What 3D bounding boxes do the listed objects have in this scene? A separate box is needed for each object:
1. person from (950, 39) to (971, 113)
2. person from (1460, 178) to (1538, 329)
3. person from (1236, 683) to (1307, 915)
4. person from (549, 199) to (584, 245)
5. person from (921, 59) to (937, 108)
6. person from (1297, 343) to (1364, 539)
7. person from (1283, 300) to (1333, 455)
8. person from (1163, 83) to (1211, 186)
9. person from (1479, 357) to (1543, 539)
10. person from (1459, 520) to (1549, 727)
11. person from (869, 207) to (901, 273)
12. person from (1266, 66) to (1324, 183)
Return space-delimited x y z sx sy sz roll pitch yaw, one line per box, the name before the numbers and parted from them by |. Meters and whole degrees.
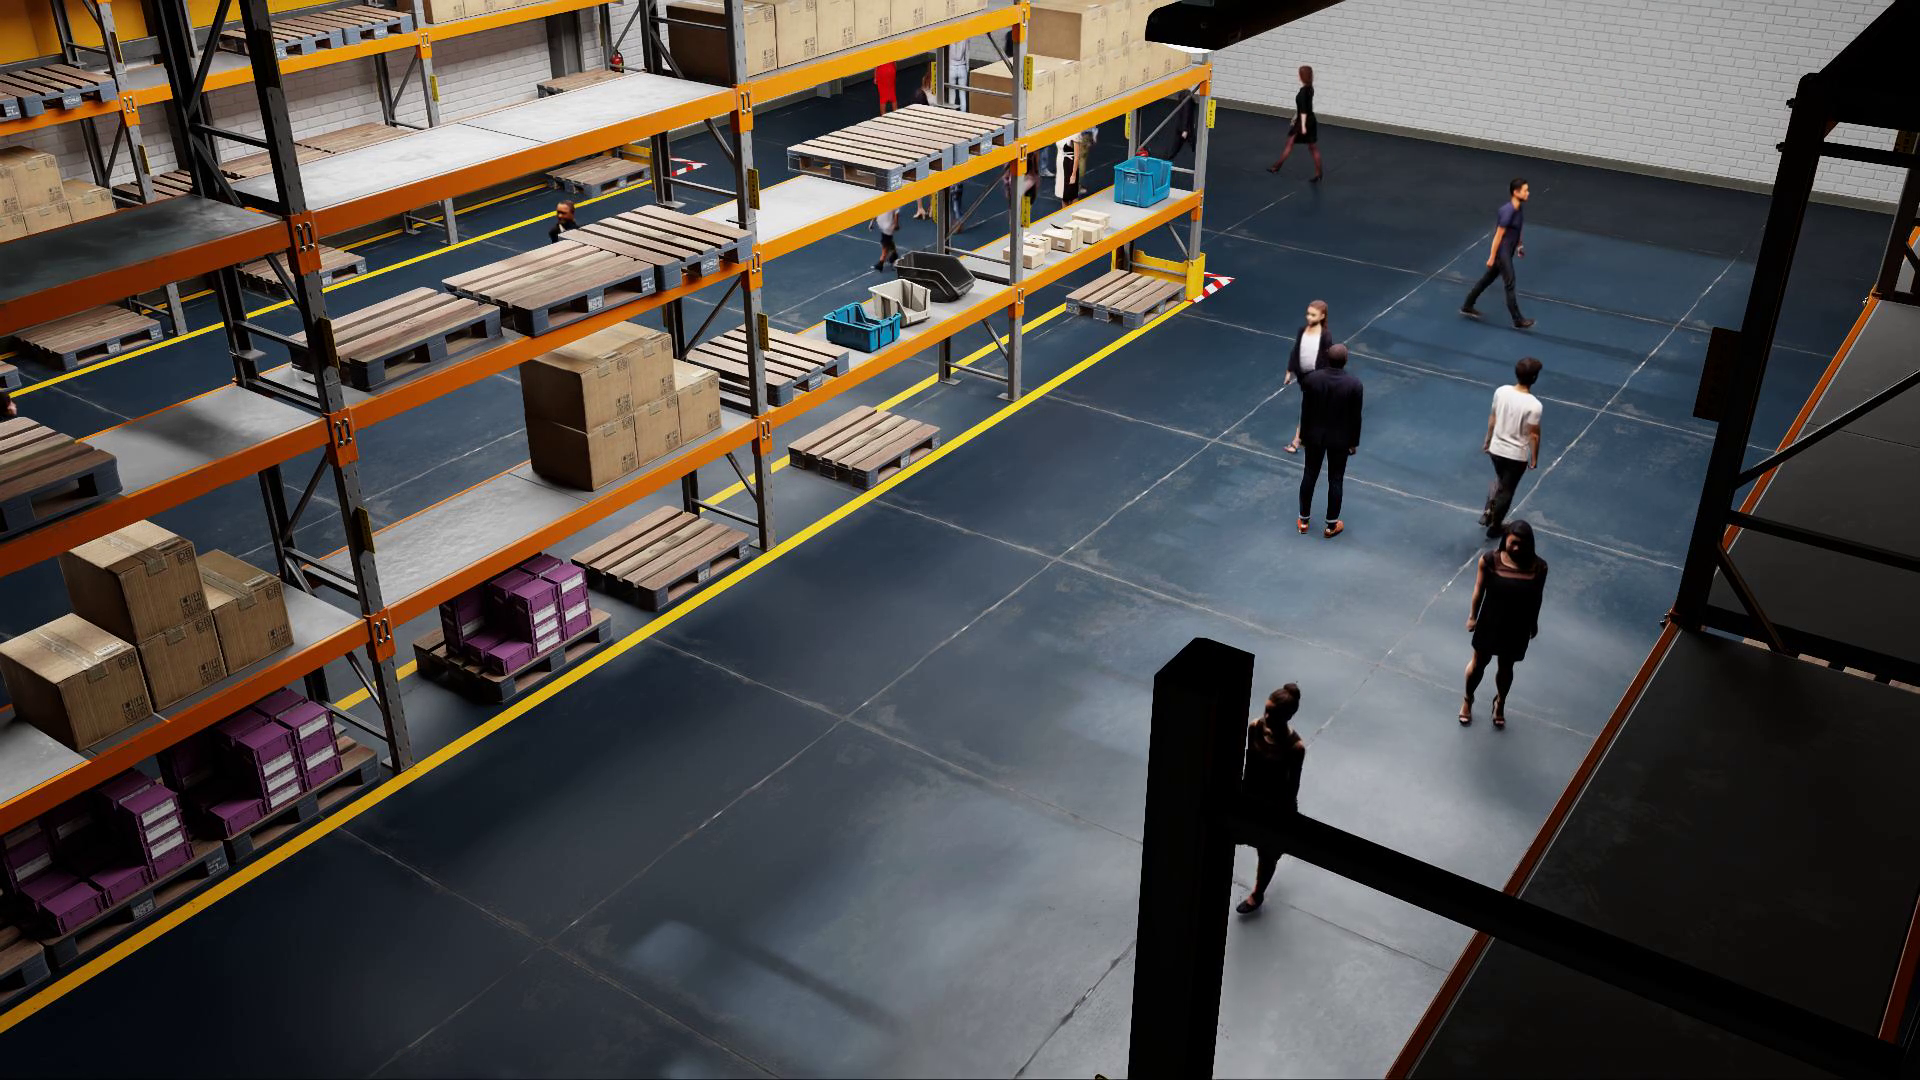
person | -0.051 -7.563 26.982 0.658 1.796 0.721 -5 29 -9
person | 6.216 -3.332 19.277 0.795 1.747 1.085 15 32 26
person | 1.965 1.578 10.360 0.779 1.666 0.673 -23 36 -36
person | -4.141 -2.802 18.197 0.968 1.851 1.374 10 30 17
person | -0.453 -6.635 25.618 0.595 1.474 0.583 14 31 23
person | 3.253 -0.887 14.720 0.740 1.819 0.669 11 31 20
person | 3.506 -1.649 16.421 0.650 1.527 0.988 23 36 36
person | 3.190 -5.930 24.117 1.057 1.672 1.056 -2 29 -3
person | 4.797 -0.791 14.651 0.723 1.715 0.734 -19 34 -31
person | 3.942 0.609 12.084 0.740 1.717 0.735 6 29 10
person | -0.901 -4.053 21.145 0.513 1.223 0.878 17 33 29
person | 5.146 -6.048 24.351 0.696 1.657 1.044 15 32 25
